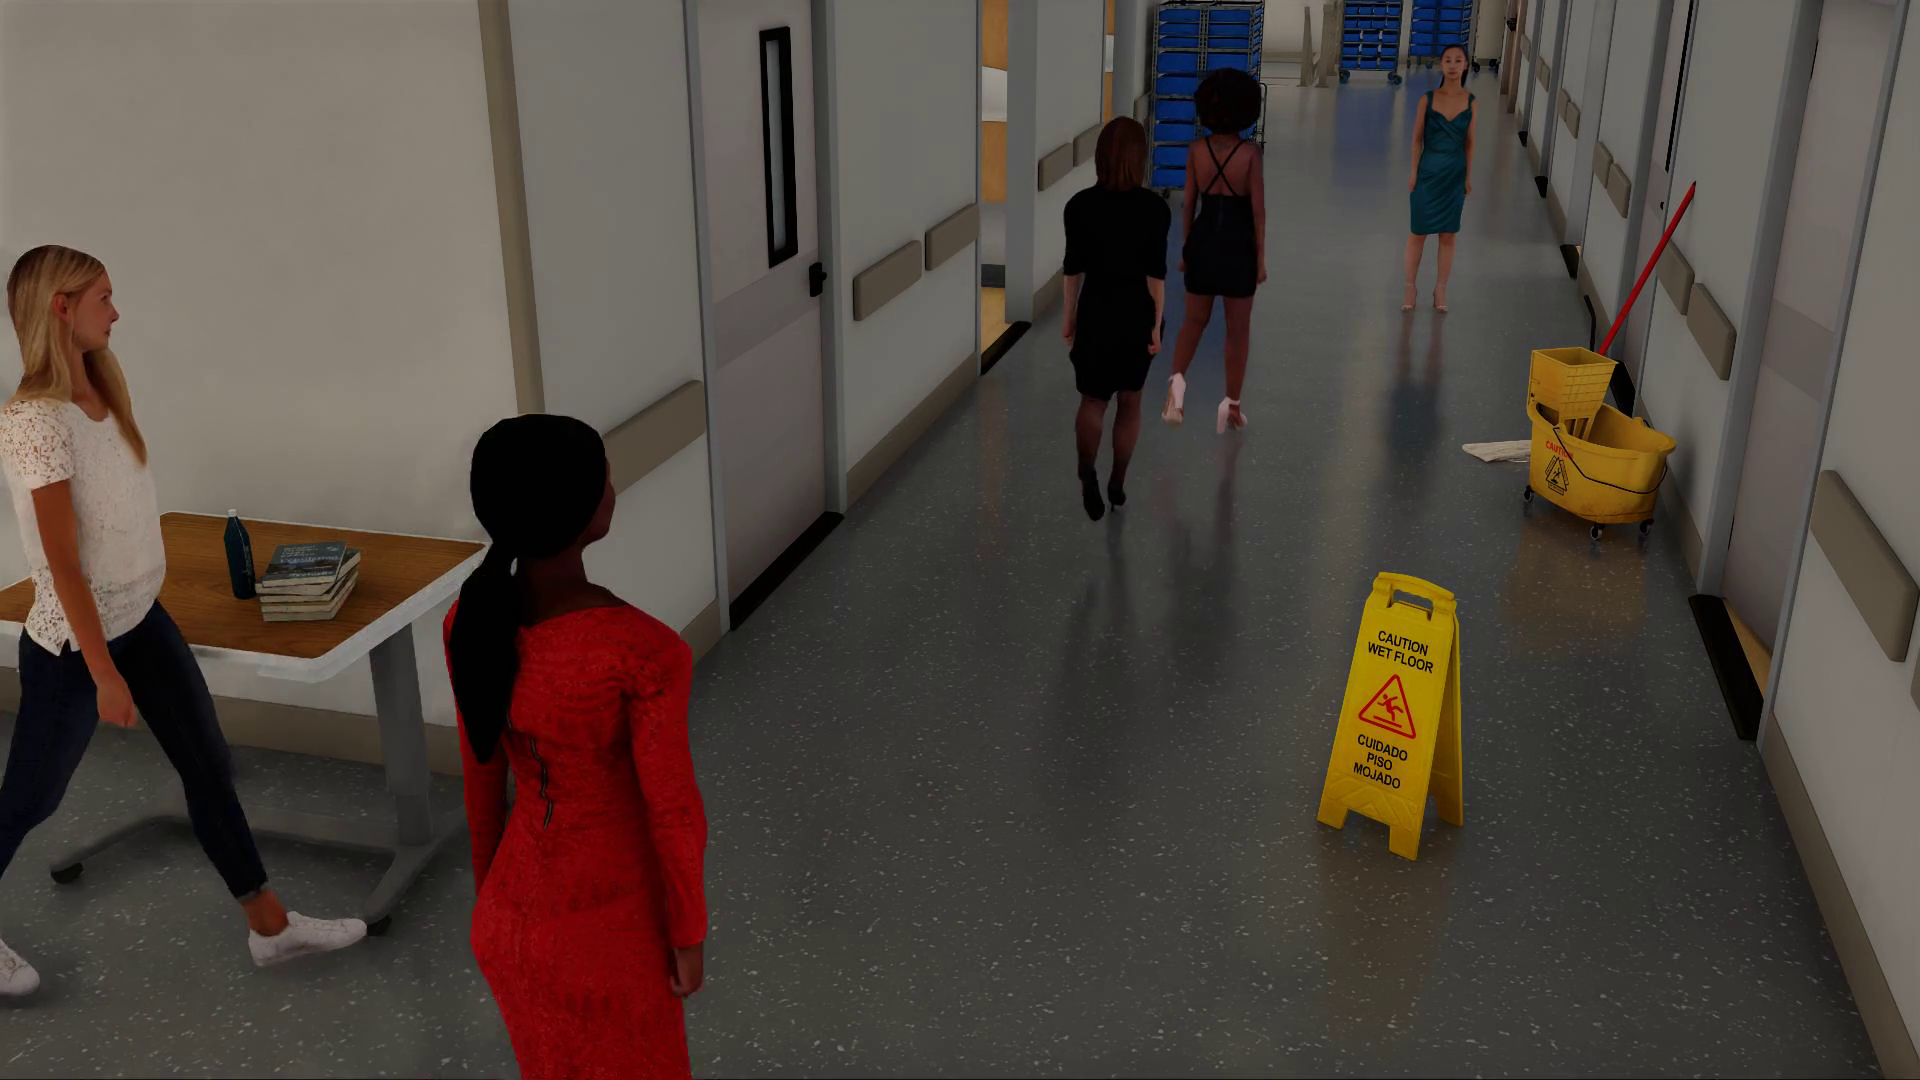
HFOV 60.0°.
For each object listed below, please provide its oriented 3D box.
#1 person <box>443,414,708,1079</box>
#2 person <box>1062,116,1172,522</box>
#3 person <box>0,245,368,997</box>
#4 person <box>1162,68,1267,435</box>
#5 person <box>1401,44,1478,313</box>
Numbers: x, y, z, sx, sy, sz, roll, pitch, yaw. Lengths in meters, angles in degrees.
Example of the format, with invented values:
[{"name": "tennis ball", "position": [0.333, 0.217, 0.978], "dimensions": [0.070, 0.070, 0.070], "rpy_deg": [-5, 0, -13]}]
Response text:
[{"name": "person", "position": [-0.662, 0.688, 2.647], "dimensions": [0.746, 1.765, 1.003], "rpy_deg": [11, 23, 26]}, {"name": "person", "position": [0.625, -0.843, 6.803], "dimensions": [0.625, 1.685, 0.973], "rpy_deg": [4, 21, 11]}, {"name": "person", "position": [-2.061, 0.267, 3.772], "dimensions": [0.904, 1.756, 1.212], "rpy_deg": [0, 21, 1]}, {"name": "person", "position": [1.219, -1.312, 7.914], "dimensions": [0.704, 1.775, 0.942], "rpy_deg": [11, 23, 26]}, {"name": "person", "position": [3.082, -2.308, 10.669], "dimensions": [0.559, 1.685, 0.495], "rpy_deg": [4, 21, 10]}]
